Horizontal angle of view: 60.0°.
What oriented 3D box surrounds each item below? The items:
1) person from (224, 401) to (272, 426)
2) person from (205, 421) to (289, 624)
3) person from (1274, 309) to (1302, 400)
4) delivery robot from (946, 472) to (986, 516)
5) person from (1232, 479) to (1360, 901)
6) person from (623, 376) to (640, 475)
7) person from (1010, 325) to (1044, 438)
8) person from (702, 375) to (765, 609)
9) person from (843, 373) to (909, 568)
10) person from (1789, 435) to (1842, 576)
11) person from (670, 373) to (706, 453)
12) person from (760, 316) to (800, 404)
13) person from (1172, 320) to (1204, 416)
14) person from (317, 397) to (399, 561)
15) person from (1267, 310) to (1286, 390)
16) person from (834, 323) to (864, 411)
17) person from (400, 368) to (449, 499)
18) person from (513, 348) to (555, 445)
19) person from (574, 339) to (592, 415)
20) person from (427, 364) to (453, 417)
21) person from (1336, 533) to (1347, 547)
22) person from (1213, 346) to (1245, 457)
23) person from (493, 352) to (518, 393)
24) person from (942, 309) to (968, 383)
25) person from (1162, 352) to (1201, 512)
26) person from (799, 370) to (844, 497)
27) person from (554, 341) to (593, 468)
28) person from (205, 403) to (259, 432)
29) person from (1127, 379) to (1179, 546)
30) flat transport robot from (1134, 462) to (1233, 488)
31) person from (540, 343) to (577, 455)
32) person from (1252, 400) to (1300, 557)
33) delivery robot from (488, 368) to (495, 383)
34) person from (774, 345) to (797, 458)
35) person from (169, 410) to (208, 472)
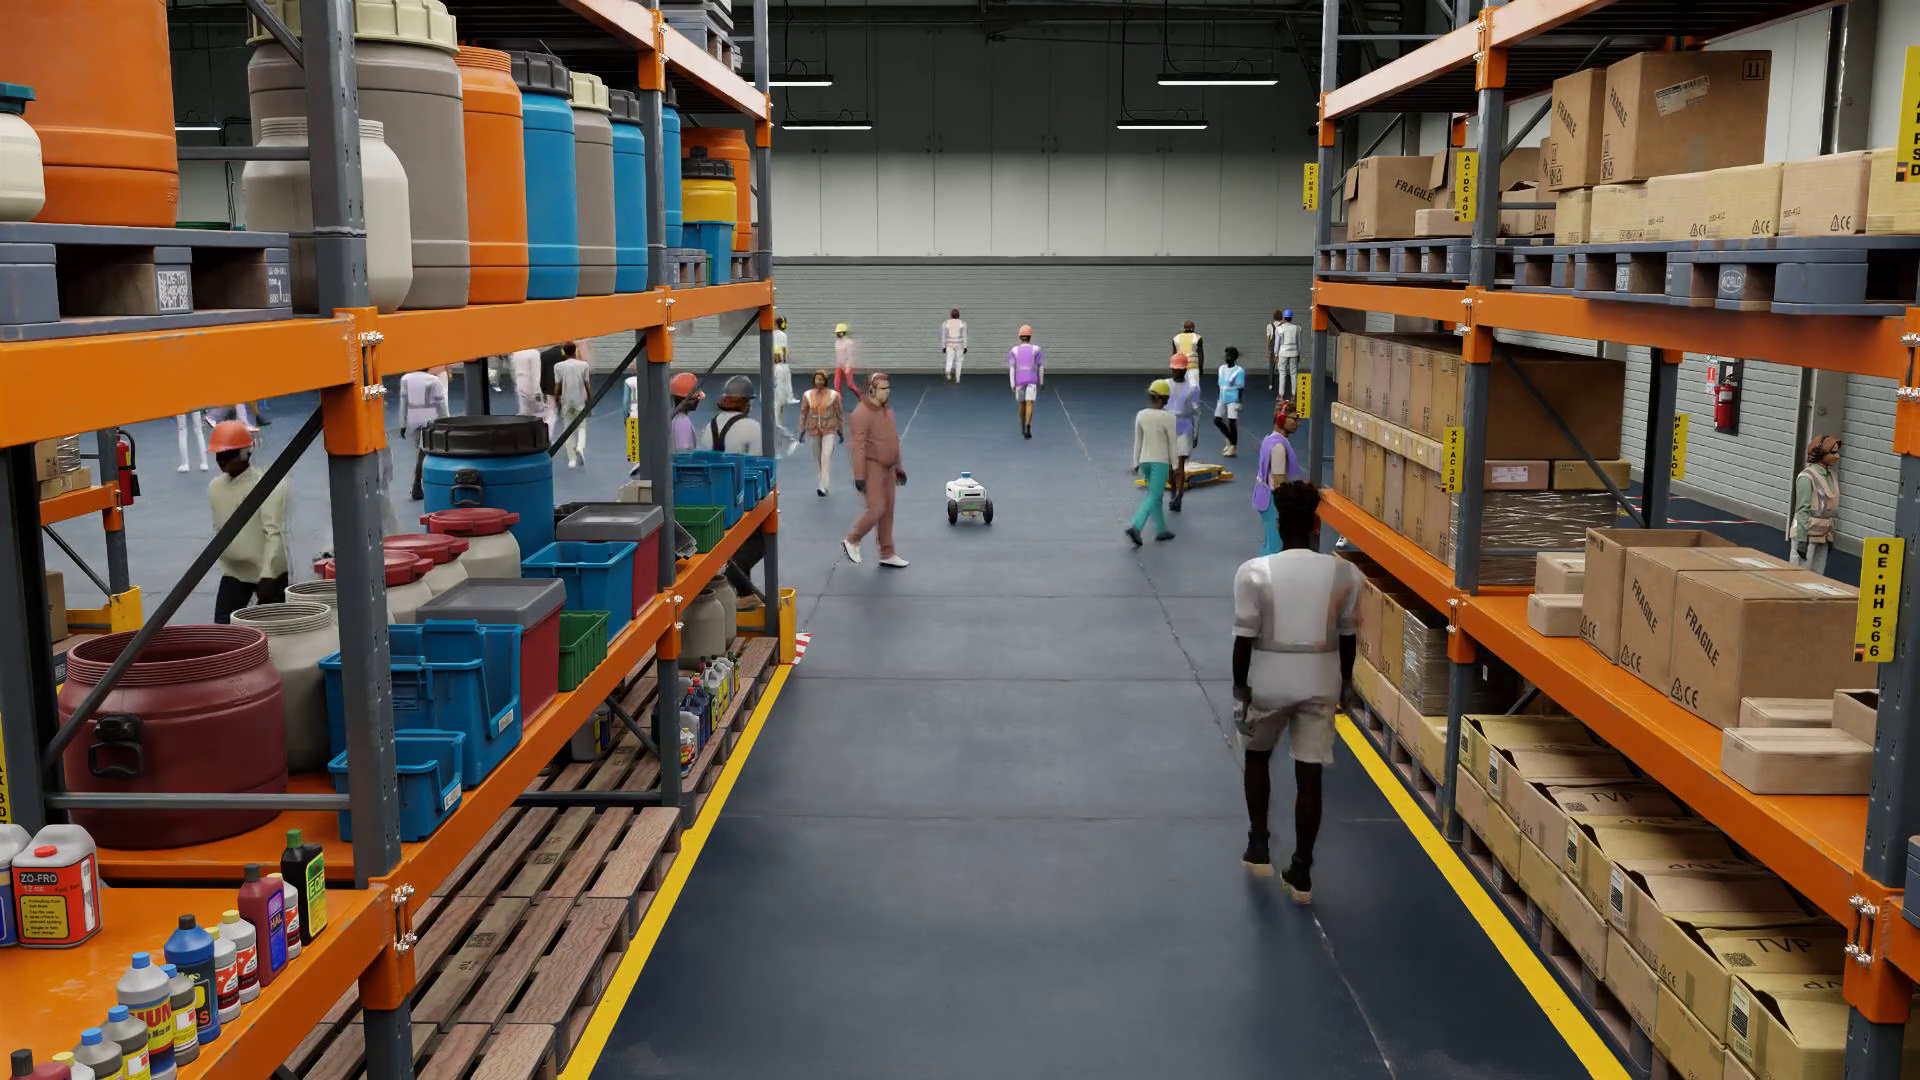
[{"bbox_3d":[-13.023,-3.026,30.215,0.961,1.904,0.555,1,10,9],"label":"person"},{"bbox_3d":[-4.590,0.226,10.586,0.611,1.944,0.983,3,10,16],"label":"person"},{"bbox_3d":[7.047,-3.981,35.763,0.602,1.949,0.391,-1,10,-6],"label":"person"},{"bbox_3d":[0.068,-0.539,19.162,0.477,0.478,0.707,-2,10,-12],"label":"delivery robot"},{"bbox_3d":[1.567,0.684,7.848,0.617,1.946,0.649,0,9,3],"label":"person"},{"bbox_3d":[-4.386,-1.696,23.076,0.533,1.612,0.556,-3,10,-16],"label":"person"},{"bbox_3d":[1.123,-2.692,28.257,0.564,1.897,1.005,2,10,10],"label":"person"},{"bbox_3d":[-1.868,-0.379,14.042,0.692,2.000,0.658,9,13,43],"label":"person"},{"bbox_3d":[-0.799,-0.676,16.135,0.549,1.894,0.671,5,11,26],"label":"person"},{"bbox_3d":[6.604,0.001,12.873,0.508,1.629,0.315,-7,12,-36],"label":"person"},{"bbox_3d":[-2.503,-0.478,14.680,0.885,1.997,0.736,-6,11,-32],"label":"person"},{"bbox_3d":[-3.790,-3.753,34.738,0.513,1.838,0.925,8,13,41],"label":"person"},{"bbox_3d":[4.437,-3.336,32.282,0.637,1.849,0.428,5,11,26],"label":"person"},{"bbox_3d":[-5.588,-0.527,15.532,0.839,1.805,0.599,-9,13,-44],"label":"person"},{"bbox_3d":[7.400,-4.432,38.774,0.506,1.847,0.343,4,10,23],"label":"person"},{"bbox_3d":[-2.276,-3.478,33.365,0.521,1.742,0.763,8,13,41],"label":"person"},{"bbox_3d":[-6.736,-1.497,21.071,0.574,1.881,0.991,2,10,13],"label":"person"},{"bbox_3d":[-6.758,-2.408,26.541,0.668,1.880,0.733,9,13,42],"label":"person"},{"bbox_3d":[-7.342,-3.319,32.065,0.440,1.868,0.696,-7,12,-37],"label":"person"},{"bbox_3d":[-9.473,-3.060,30.125,0.608,1.990,0.385,2,10,11],"label":"person"},{"bbox_3d":[4.151,-0.732,17.250,0.499,1.632,0.285,3,10,15],"label":"person"},{"bbox_3d":[4.105,-2.111,25.343,0.370,1.682,0.547,-7,12,-35],"label":"person"},{"bbox_3d":[-10.355,-4.289,37.846,0.592,1.877,1.013,-9,13,-44],"label":"person"},{"bbox_3d":[-0.125,-4.748,40.736,0.631,1.826,0.604,2,10,10],"label":"person"},{"bbox_3d":[2.600,-1.314,20.012,0.554,1.891,0.969,3,10,18],"label":"person"},{"bbox_3d":[-1.764,-1.336,20.986,0.542,1.592,0.879,2,10,12],"label":"person"},{"bbox_3d":[-5.557,-1.950,23.896,0.546,1.851,0.484,-2,10,-11],"label":"person"},{"bbox_3d":[-12.785,-2.820,29.040,0.892,1.879,0.651,-1,10,-6],"label":"person"},{"bbox_3d":[2.024,-0.822,17.497,0.837,1.738,0.534,-9,13,-42],"label":"person"},{"bbox_3d":[3.010,-0.876,22.310,0.652,0.197,1.431,8,12,40],"label":"flat transport robot"},{"bbox_3d":[-6.136,-2.287,25.531,0.622,1.980,0.695,3,10,15],"label":"person"},{"bbox_3d":[2.582,-0.224,13.595,0.388,1.837,0.563,1,9,4],"label":"person"},{"bbox_3d":[-11.401,-3.974,39.735,0.707,0.478,0.477,4,10,24],"label":"delivery robot"},{"bbox_3d":[-2.747,-2.082,25.024,0.432,1.729,0.505,-5,11,-27],"label":"person"},{"bbox_3d":[-10.958,-1.904,23.576,0.535,1.864,0.309,-6,11,-33],"label":"person"}]
